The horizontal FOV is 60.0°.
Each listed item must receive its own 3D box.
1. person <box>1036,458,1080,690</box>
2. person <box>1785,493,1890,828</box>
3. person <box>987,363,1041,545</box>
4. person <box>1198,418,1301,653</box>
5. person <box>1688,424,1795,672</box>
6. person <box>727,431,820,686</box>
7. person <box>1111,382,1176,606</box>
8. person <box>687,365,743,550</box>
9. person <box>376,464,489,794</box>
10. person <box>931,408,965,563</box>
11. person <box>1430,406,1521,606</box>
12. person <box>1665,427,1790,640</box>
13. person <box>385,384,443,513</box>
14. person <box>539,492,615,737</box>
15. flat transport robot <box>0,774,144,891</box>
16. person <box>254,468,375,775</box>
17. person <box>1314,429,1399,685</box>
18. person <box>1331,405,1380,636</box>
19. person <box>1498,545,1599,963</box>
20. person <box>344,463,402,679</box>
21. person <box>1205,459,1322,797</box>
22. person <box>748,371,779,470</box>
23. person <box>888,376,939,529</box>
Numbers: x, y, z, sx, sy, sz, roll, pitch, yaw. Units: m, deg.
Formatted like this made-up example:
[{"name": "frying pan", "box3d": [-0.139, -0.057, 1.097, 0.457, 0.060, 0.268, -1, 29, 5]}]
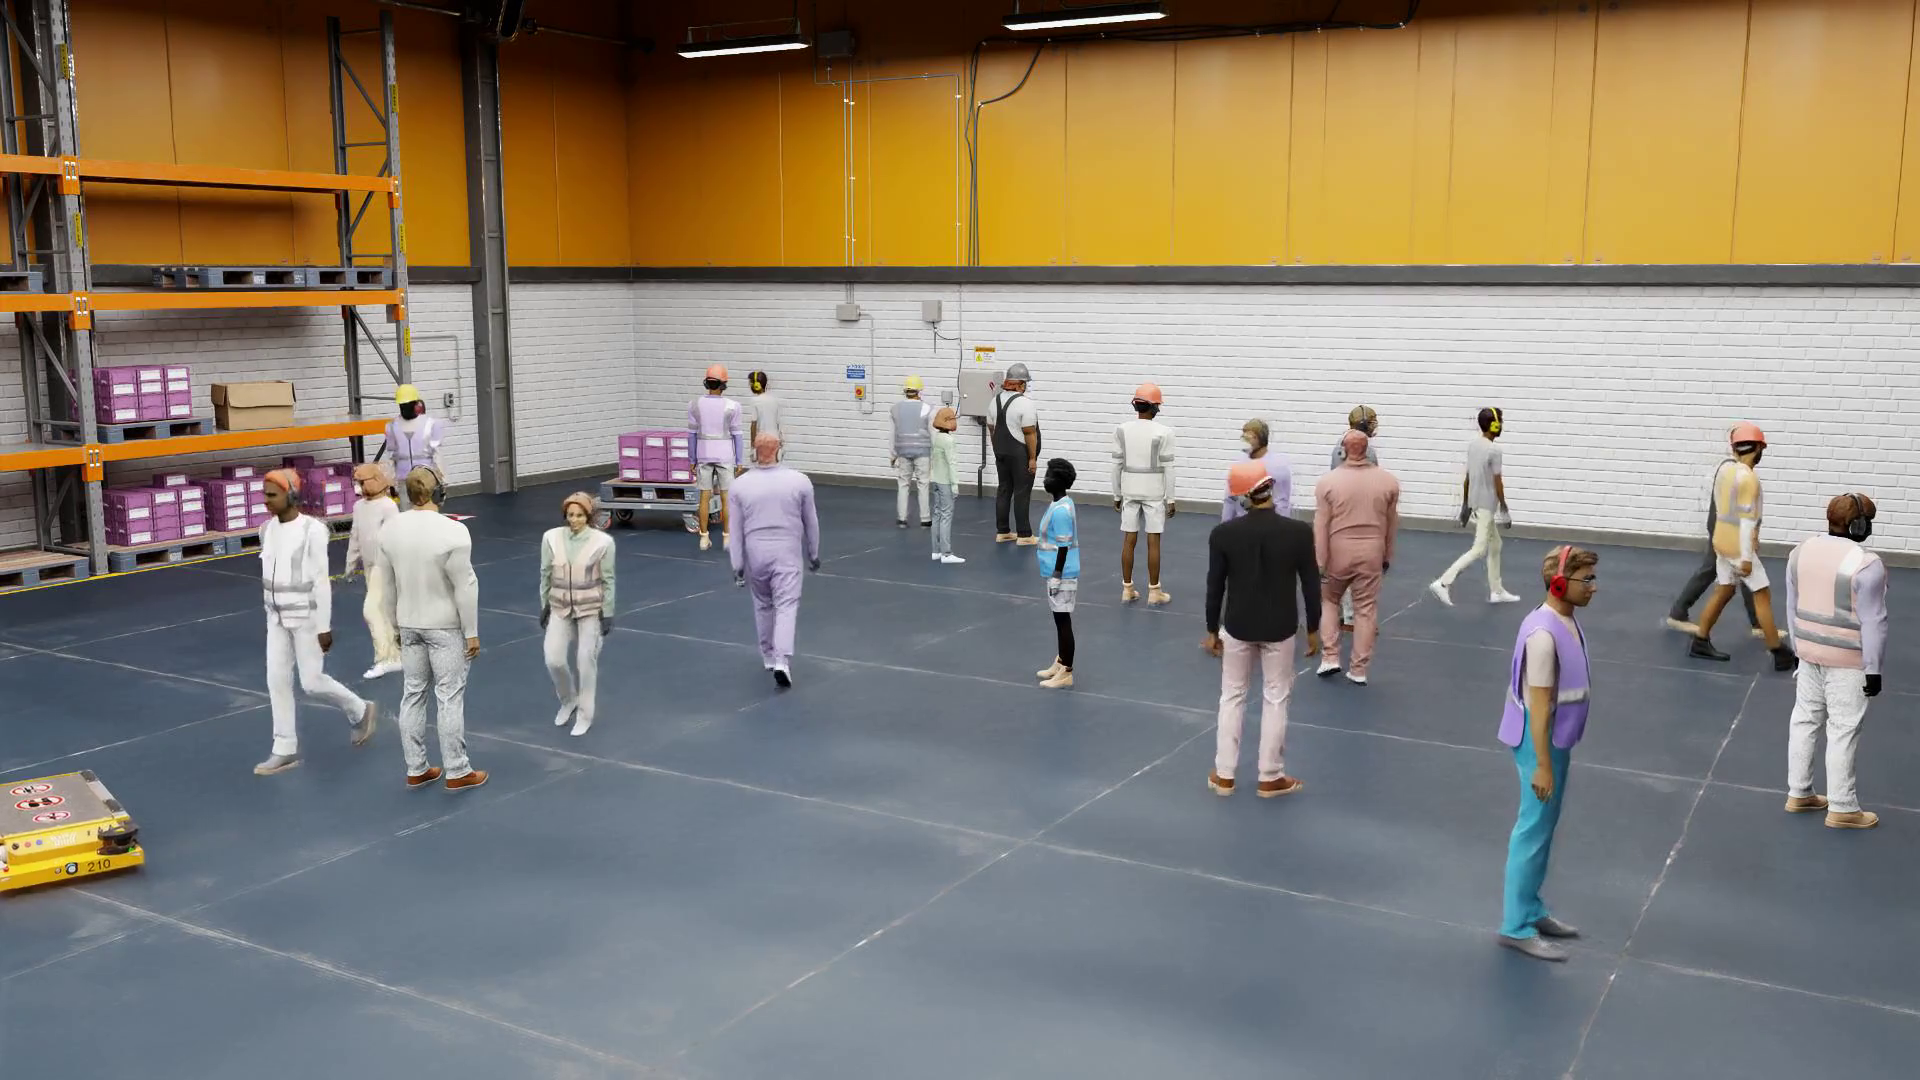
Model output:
[{"name": "person", "box3d": [0.719, 0.241, 12.183, 0.318, 1.700, 0.534, 0, 9, 1]}, {"name": "person", "box3d": [4.843, 0.653, 9.167, 0.429, 1.844, 0.627, -3, 10, -17]}, {"name": "person", "box3d": [0.662, -0.970, 18.673, 0.539, 2.000, 0.689, -8, 12, -39]}, {"name": "person", "box3d": [2.405, -0.049, 13.430, 1.035, 1.885, 0.647, -4, 10, -25]}, {"name": "person", "box3d": [6.123, 0.050, 12.837, 0.766, 1.872, 0.598, 1, 9, 6]}, {"name": "person", "box3d": [-1.392, 0.127, 12.393, 0.653, 1.869, 0.967, 0, 9, 2]}, {"name": "person", "box3d": [1.698, -0.421, 15.245, 0.614, 2.041, 0.389, 5, 10, 29]}, {"name": "person", "box3d": [-2.676, -0.901, 18.269, 0.604, 2.039, 0.401, 0, 9, 3]}, {"name": "person", "box3d": [-3.075, 0.518, 9.707, 0.630, 1.940, 0.372, 3, 10, 18]}, {"name": "person", "box3d": [-0.146, -0.578, 17.495, 0.280, 1.633, 0.500, -4, 10, -24]}, {"name": "person", "box3d": [4.733, -0.303, 15.166, 0.881, 1.838, 0.517, -1, 9, -8]}, {"name": "person", "box3d": [6.384, -0.065, 13.815, 0.946, 1.797, 0.495, 6, 11, 35]}, {"name": "person", "box3d": [-5.626, -0.666, 17.204, 0.615, 1.906, 0.730, 0, 9, -3]}, {"name": "person", "box3d": [-2.504, 0.485, 10.878, 0.539, 1.619, 0.352, 1, 9, 6]}, {"name": "flat transport robot", "box3d": [-4.830, 1.497, 8.787, 0.652, 0.197, 1.431, -7, 11, -37]}, {"name": "person", "box3d": [-4.018, 0.475, 10.231, 0.596, 1.866, 0.752, 5, 10, 29]}, {"name": "person", "box3d": [2.912, 0.124, 12.344, 0.640, 1.889, 0.513, 0, 9, -1]}, {"name": "person", "box3d": [3.319, -0.170, 13.996, 0.362, 1.938, 0.631, -2, 9, -11]}, {"name": "person", "box3d": [2.610, 0.929, 7.440, 0.373, 1.840, 0.570, 5, 10, 27]}, {"name": "person", "box3d": [-4.436, 0.233, 12.468, 0.539, 1.614, 0.538, 8, 12, 40]}, {"name": "person", "box3d": [1.736, 0.526, 9.587, 0.672, 1.966, 0.373, 3, 9, 16]}, {"name": "person", "box3d": [-2.398, -1.158, 20.471, 0.429, 1.845, 0.597, 9, 13, 44]}, {"name": "person", "box3d": [-0.547, -1.028, 19.750, 0.629, 1.819, 0.416, 2, 9, 13]}]
